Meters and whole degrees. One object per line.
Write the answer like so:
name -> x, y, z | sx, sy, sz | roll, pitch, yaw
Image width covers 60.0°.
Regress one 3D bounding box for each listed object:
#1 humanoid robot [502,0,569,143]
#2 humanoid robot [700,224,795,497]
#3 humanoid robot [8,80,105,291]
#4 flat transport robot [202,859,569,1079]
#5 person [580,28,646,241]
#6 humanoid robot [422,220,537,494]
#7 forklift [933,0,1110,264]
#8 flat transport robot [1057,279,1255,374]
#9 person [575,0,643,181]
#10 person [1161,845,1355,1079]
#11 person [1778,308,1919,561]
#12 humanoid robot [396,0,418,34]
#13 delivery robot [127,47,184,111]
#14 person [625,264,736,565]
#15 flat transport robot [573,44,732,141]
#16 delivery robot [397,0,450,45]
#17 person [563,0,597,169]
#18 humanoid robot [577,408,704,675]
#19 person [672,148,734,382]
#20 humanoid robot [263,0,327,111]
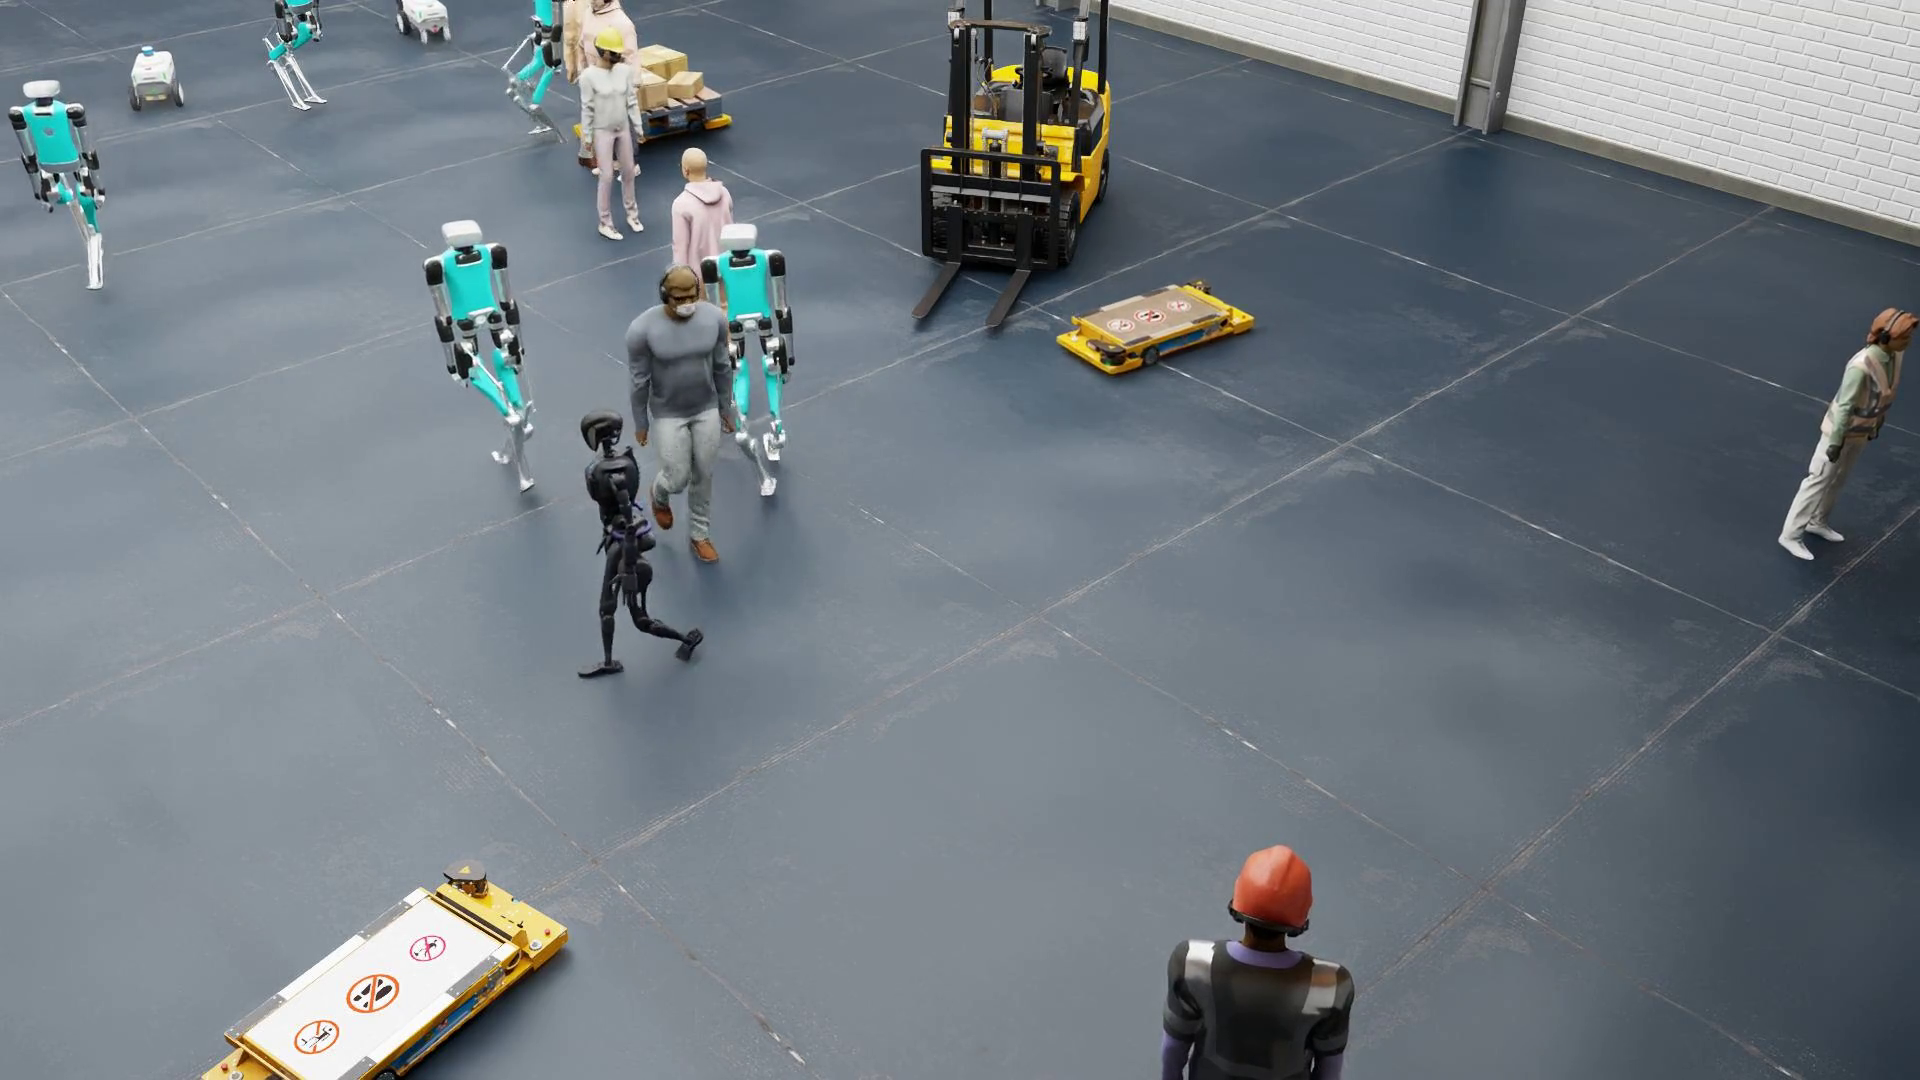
humanoid robot -> -4.111, -4.618, 15.948 | 0.770, 1.819, 0.542 | -19, 37, -26
humanoid robot -> -1.294, -1.055, 10.449 | 0.558, 1.733, 0.944 | -5, 33, -7
humanoid robot -> -7.058, -2.860, 13.245 | 0.547, 1.736, 1.042 | -9, 34, -13
flat transport robot -> -2.442, 1.967, 7.149 | 0.659, 0.231, 1.431 | 21, 38, 28
person -> -2.937, -3.460, 14.127 | 0.384, 1.750, 0.533 | 26, 41, 34
humanoid robot -> -2.892, -1.054, 10.503 | 0.530, 1.781, 1.011 | -21, 39, -29
forklift -> 0.570, -3.725, 14.138 | 1.214, 2.155, 2.313 | 9, 34, 13
flat transport robot -> 1.500, -1.633, 12.683 | 1.431, 0.231, 0.659 | -21, 38, -29
person -> -3.189, -4.241, 15.232 | 0.793, 1.861, 0.413 | 22, 39, 30
person -> 0.984, 1.849, 5.707 | 0.606, 2.044, 0.389 | 7, 34, 11
person -> 5.303, -0.634, 9.904 | 0.528, 1.626, 0.320 | -23, 39, -31
humanoid robot -> -6.528, -6.740, 19.254 | 0.593, 1.634, 0.471 | 12, 35, 17
delivery robot -> -8.384, -4.802, 17.310 | 0.499, 0.614, 0.791 | -10, 34, -15
person -> -1.638, -0.771, 9.844 | 0.637, 1.919, 0.536 | -17, 37, -25
flat transport robot -> -3.072, -4.191, 16.615 | 1.431, 0.231, 0.659 | -20, 38, -28
delivery robot -> -6.208, -6.098, 19.291 | 0.499, 0.603, 0.782 | -19, 37, -26
person -> -3.373, -4.407, 15.485 | 0.579, 1.862, 0.502 | -15, 36, -22
humanoid robot -> -1.781, 0.033, 8.896 | 0.716, 1.648, 0.609 | -14, 35, -20
person -> -1.772, -1.875, 11.677 | 0.409, 1.775, 0.537 | 26, 41, 34
humanoid robot -> -6.760, -5.196, 16.691 | 0.735, 1.677, 0.533 | 15, 36, 22
